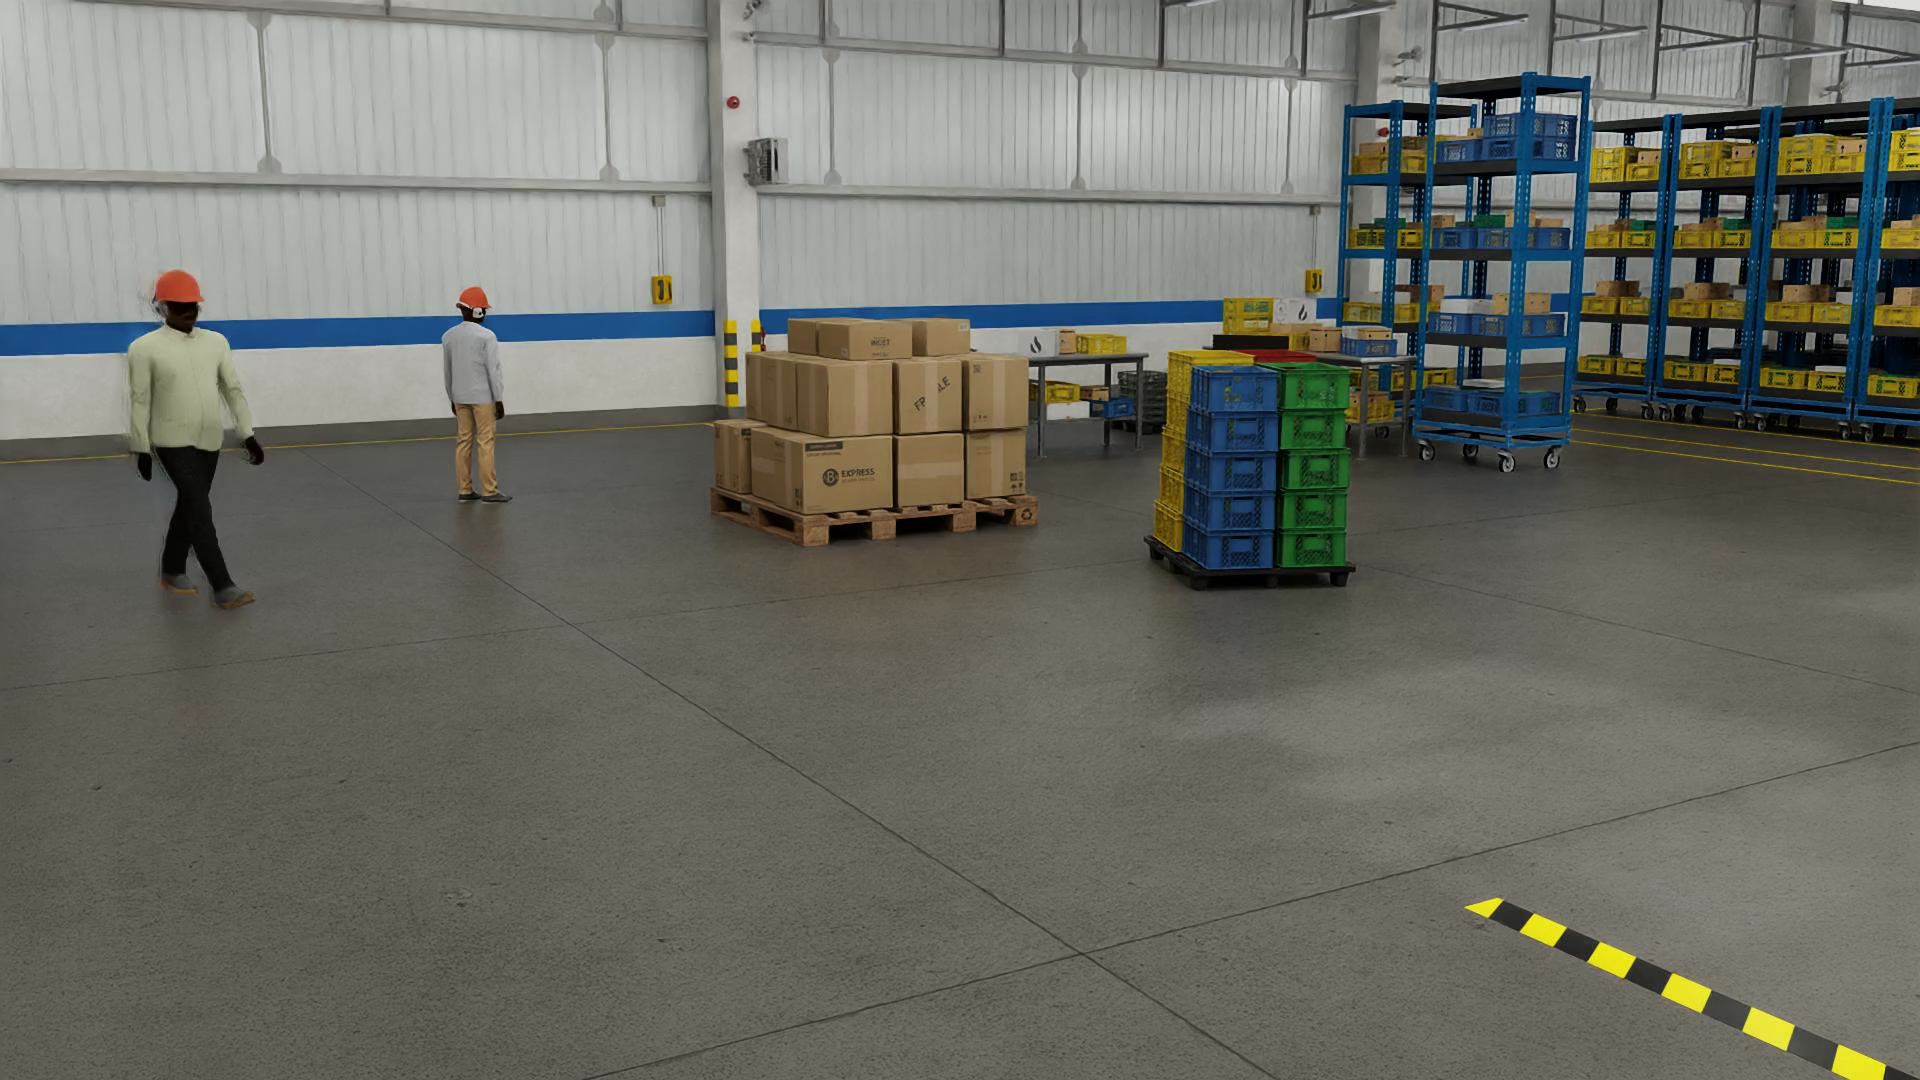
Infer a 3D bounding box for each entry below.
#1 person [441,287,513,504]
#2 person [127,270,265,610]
[{"bbox_3d":[-3.907,-1.166,13.463,0.573,1.750,0.329,5,11,27],"label":"person"},{"bbox_3d":[-4.463,-0.585,9.664,1.018,1.948,0.622,6,12,30],"label":"person"}]
